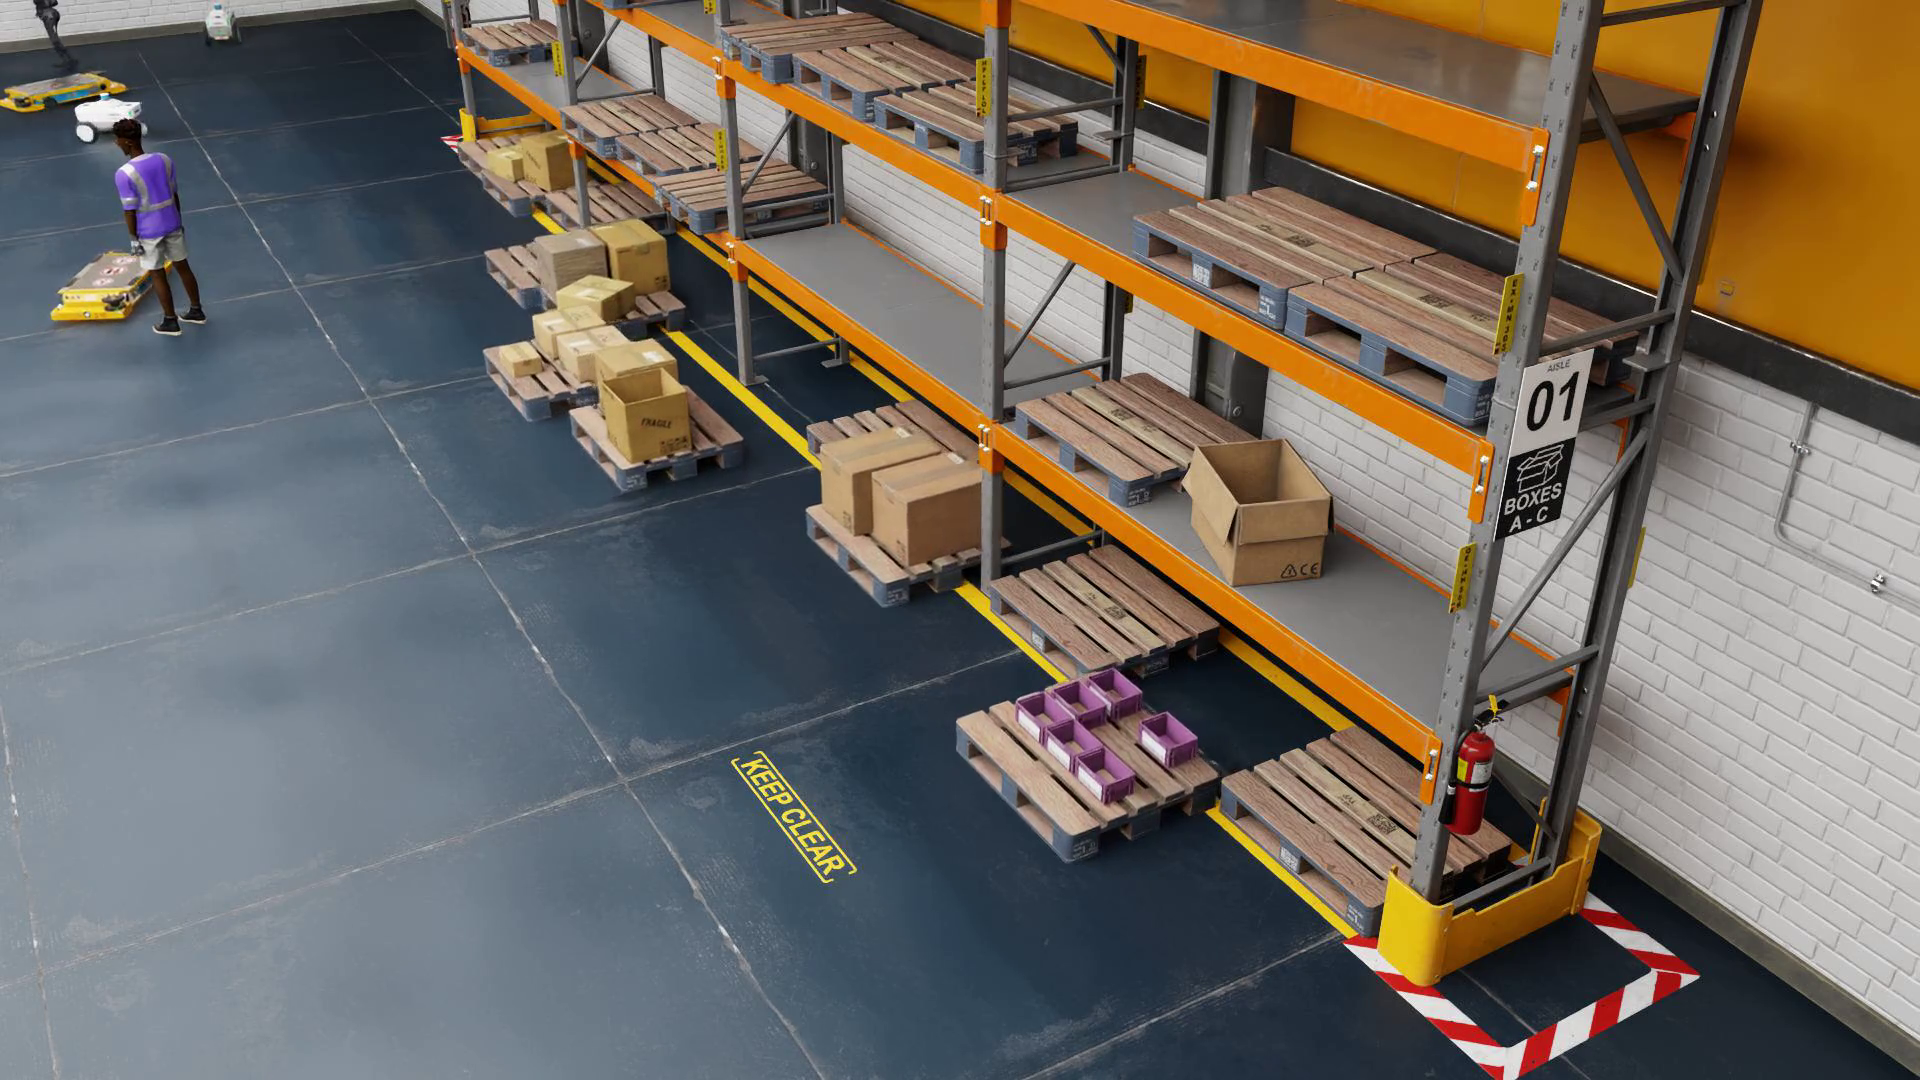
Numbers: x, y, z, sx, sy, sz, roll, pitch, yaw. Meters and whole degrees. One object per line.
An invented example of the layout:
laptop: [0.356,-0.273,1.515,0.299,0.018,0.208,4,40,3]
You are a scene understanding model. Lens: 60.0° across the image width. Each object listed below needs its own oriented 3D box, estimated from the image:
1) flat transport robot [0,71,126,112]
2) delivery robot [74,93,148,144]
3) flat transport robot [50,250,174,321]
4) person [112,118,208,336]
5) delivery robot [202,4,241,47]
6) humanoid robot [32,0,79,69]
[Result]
flat transport robot: [-11.991,-5.977,22.183,0.659,0.231,1.431,20,35,32]
delivery robot: [-10.498,-5.217,20.540,0.767,0.583,0.499,-1,30,-1]
flat transport robot: [-8.120,-2.455,15.965,0.659,0.231,1.431,-2,30,-4]
person: [-7.184,-2.792,14.855,0.369,1.958,0.604,13,32,21]
delivery robot: [-11.120,-7.754,25.035,0.499,0.599,0.784,-8,30,-13]
humanoid robot: [-12.878,-7.500,23.446,0.609,1.636,0.416,26,38,38]
